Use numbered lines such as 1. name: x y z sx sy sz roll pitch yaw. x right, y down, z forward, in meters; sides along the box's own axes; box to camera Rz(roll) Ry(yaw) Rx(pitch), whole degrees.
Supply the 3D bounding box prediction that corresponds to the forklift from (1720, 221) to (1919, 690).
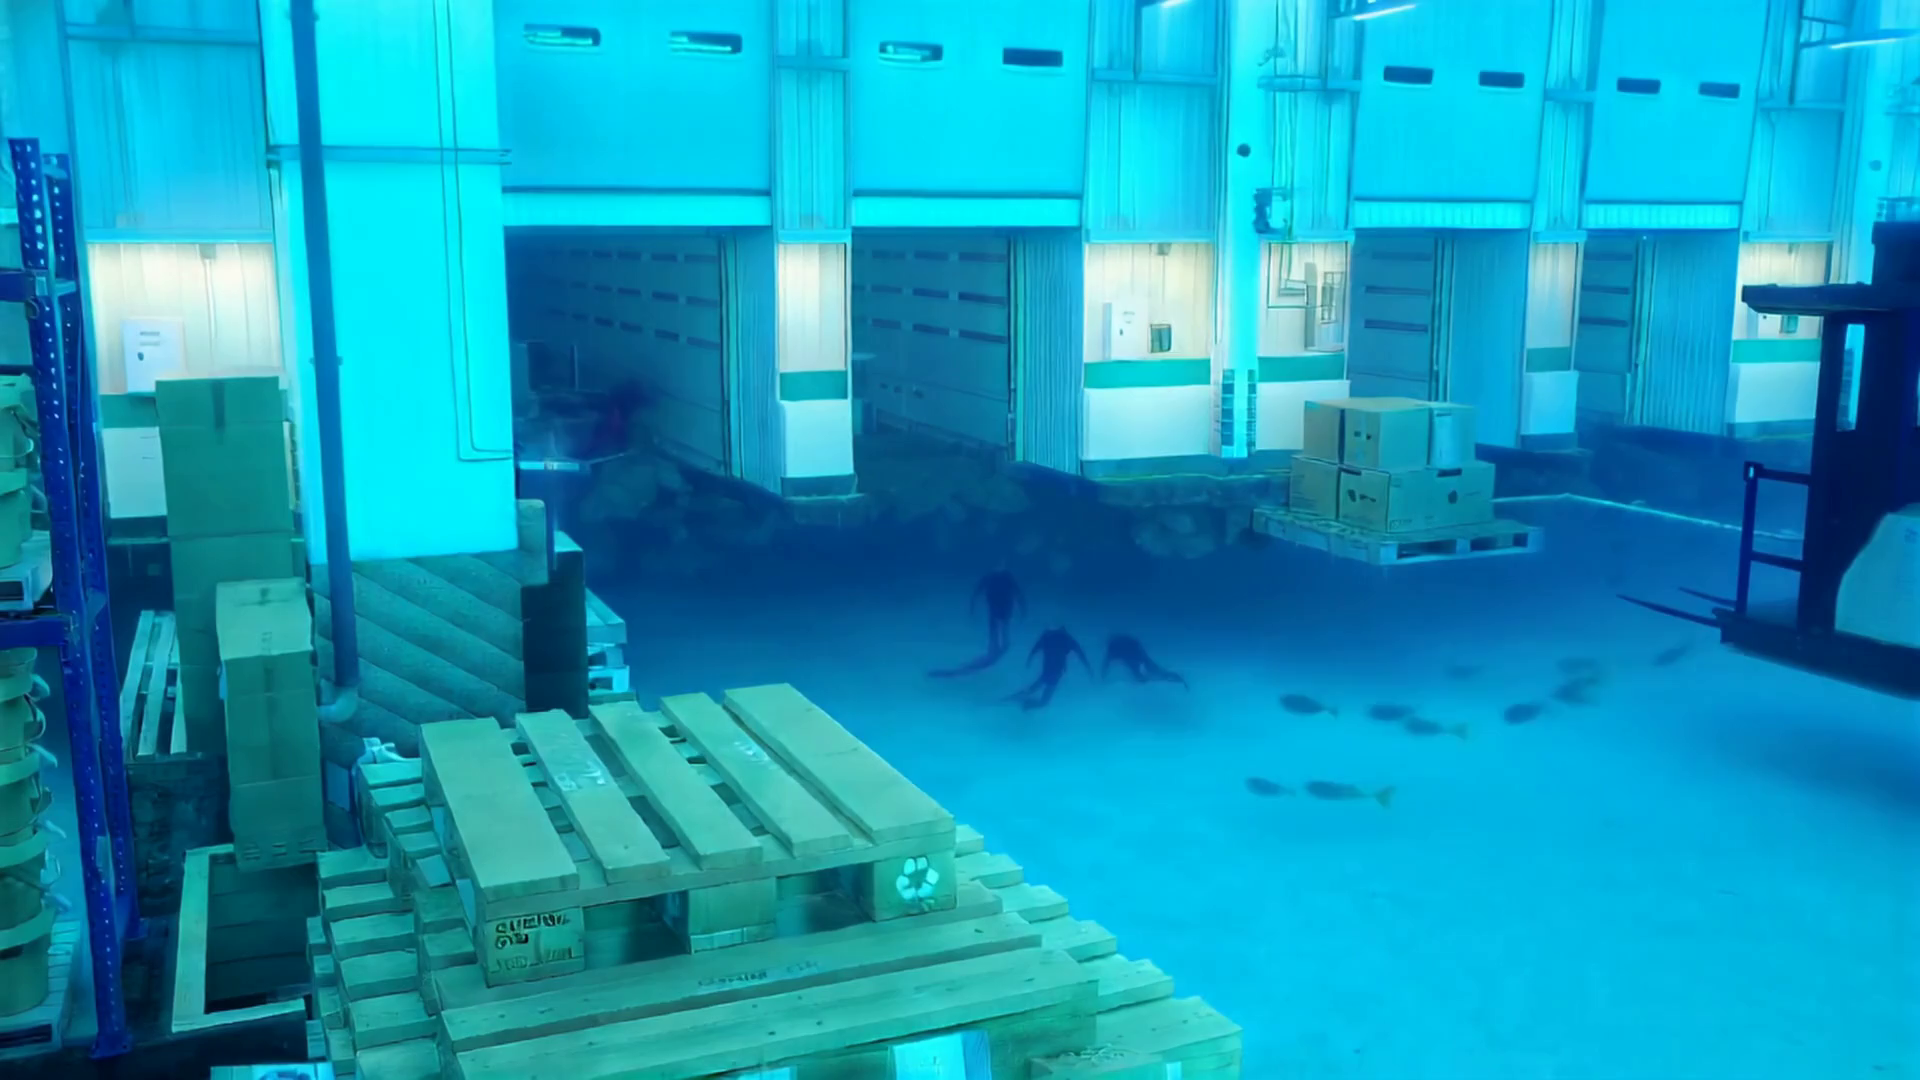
1. forklift: 5.949 -0.550 10.218 1.129 2.768 1.873 -4 11 -23
